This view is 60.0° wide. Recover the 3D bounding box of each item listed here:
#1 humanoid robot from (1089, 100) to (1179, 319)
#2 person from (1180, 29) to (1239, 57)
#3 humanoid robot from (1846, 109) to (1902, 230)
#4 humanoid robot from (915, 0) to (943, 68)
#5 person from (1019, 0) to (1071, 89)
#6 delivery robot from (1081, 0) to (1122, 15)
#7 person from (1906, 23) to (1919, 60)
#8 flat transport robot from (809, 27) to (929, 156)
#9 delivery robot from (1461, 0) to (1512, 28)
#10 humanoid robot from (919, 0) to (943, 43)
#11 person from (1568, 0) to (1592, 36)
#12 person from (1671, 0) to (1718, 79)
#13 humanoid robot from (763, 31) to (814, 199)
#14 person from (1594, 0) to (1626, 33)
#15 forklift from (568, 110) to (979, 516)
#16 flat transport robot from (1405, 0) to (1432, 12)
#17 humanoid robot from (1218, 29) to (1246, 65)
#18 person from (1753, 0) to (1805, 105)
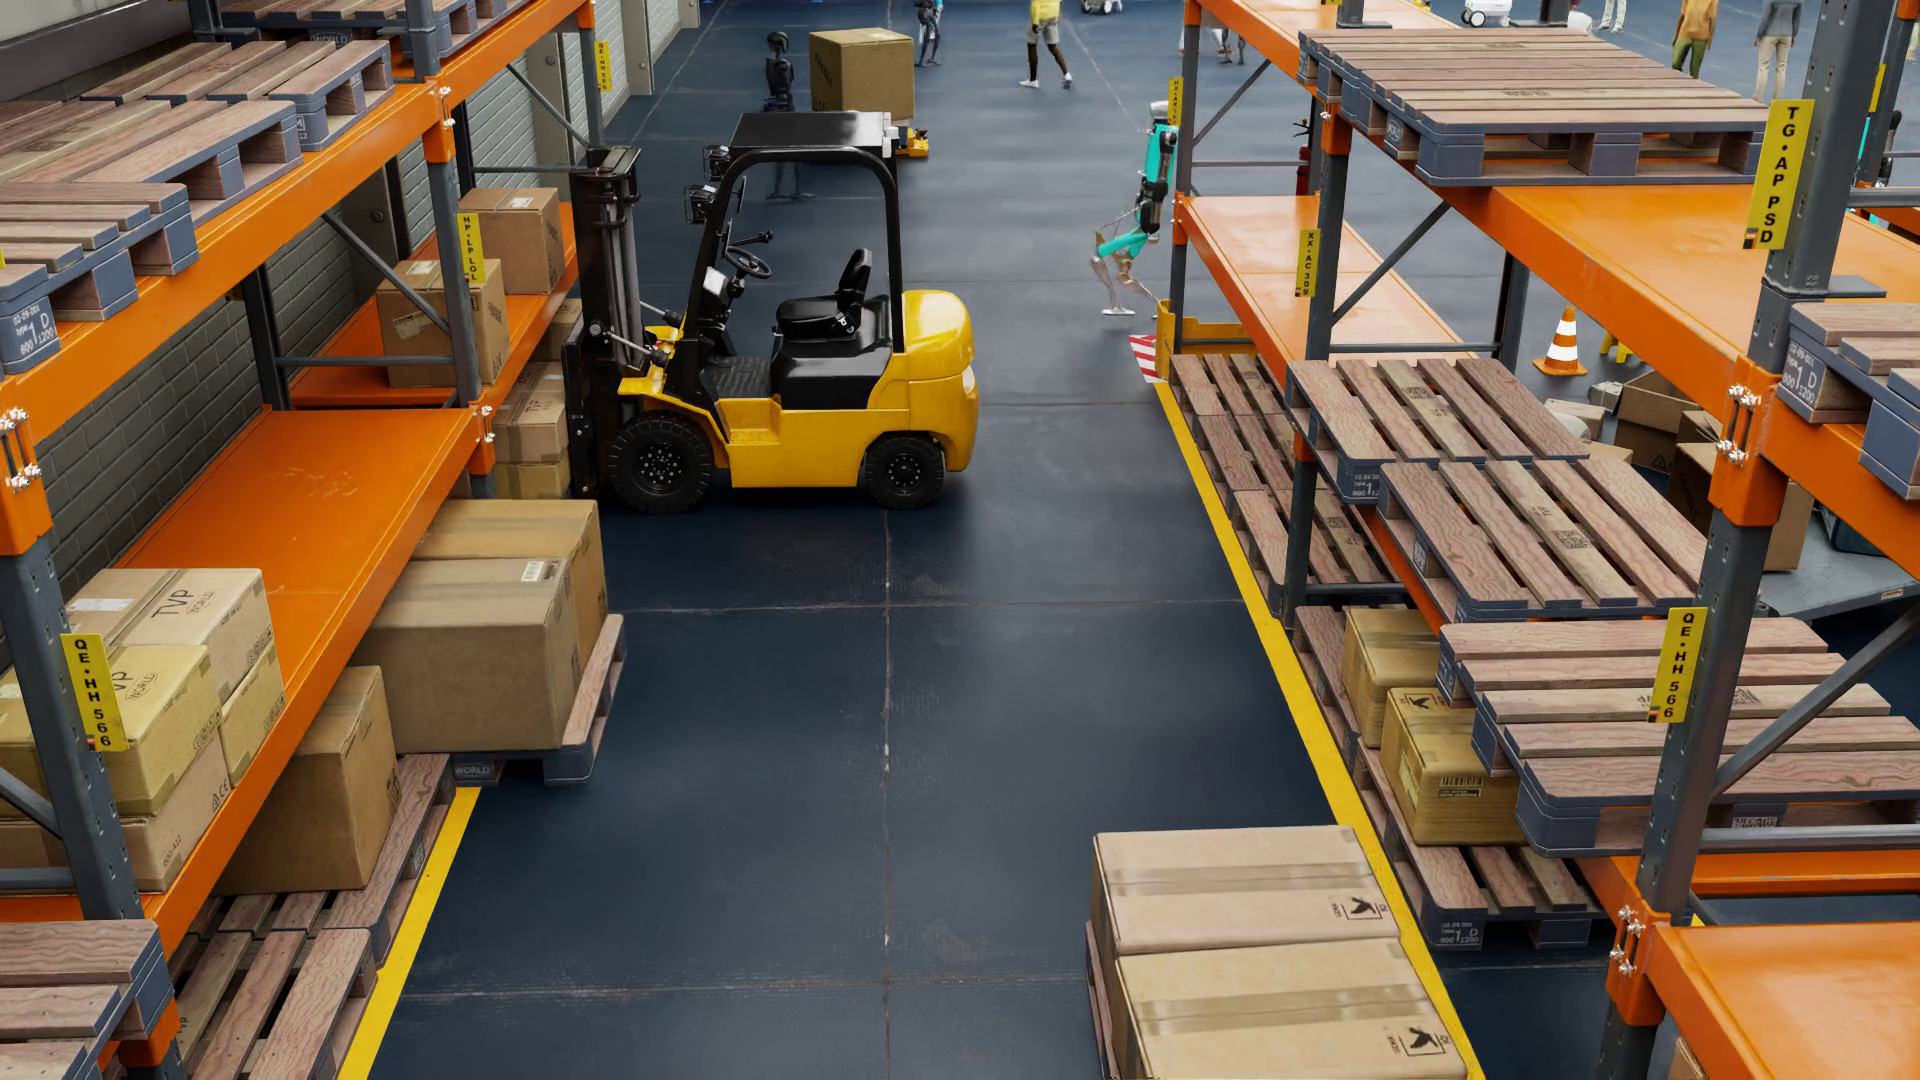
[{"bbox_3d":[1.338,-2.494,12.887,0.910,1.767,0.542,-1,25,-2],"label":"humanoid robot"},{"bbox_3d":[3.743,-8.088,24.587,0.944,1.841,0.590,1,25,3],"label":"person"},{"bbox_3d":[7.147,-2.689,13.122,0.533,1.677,0.735,-1,25,-2],"label":"humanoid robot"},{"bbox_3d":[-0.432,-7.614,23.779,0.447,1.640,0.612,4,26,8],"label":"humanoid robot"},{"bbox_3d":[1.177,-6.958,22.184,0.567,1.858,0.789,-22,33,-38],"label":"person"},{"bbox_3d":[2.500,-9.466,29.038,0.520,0.614,0.785,18,31,34],"label":"delivery robot"},{"bbox_3d":[14.148,-7.833,24.043,0.523,1.853,0.959,4,26,9],"label":"person"},{"bbox_3d":[-1.077,-4.494,18.819,1.431,0.231,0.659,-1,25,-2],"label":"flat transport robot"},{"bbox_3d":[8.771,-8.827,27.628,0.739,0.566,0.499,-1,25,-2],"label":"delivery robot"},{"bbox_3d":[-0.491,-8.606,25.895,0.543,1.840,0.774,6,26,12],"label":"humanoid robot"},{"bbox_3d":[6.799,-5.286,18.751,0.624,1.769,1.044,5,26,10],"label":"person"},{"bbox_3d":[9.208,-6.282,20.937,0.479,1.693,0.697,15,29,28],"label":"person"},{"bbox_3d":[-1.733,-4.250,16.653,0.441,1.654,0.601,-11,28,-23],"label":"humanoid robot"},{"bbox_3d":[10.621,-9.099,26.827,0.320,1.755,0.562,-15,29,-28],"label":"person"},{"bbox_3d":[-1.043,-1.379,9.976,2.313,2.155,1.214,-1,25,-2],"label":"forklift"},{"bbox_3d":[7.466,-9.305,29.008,1.431,0.231,0.659,8,26,16],"label":"flat transport robot"},{"bbox_3d":[3.985,-7.696,23.959,0.611,1.636,0.412,-8,26,-16],"label":"humanoid robot"},{"bbox_3d":[10.316,-6.365,21.029,0.532,1.765,0.316,-1,25,-2],"label":"person"}]
